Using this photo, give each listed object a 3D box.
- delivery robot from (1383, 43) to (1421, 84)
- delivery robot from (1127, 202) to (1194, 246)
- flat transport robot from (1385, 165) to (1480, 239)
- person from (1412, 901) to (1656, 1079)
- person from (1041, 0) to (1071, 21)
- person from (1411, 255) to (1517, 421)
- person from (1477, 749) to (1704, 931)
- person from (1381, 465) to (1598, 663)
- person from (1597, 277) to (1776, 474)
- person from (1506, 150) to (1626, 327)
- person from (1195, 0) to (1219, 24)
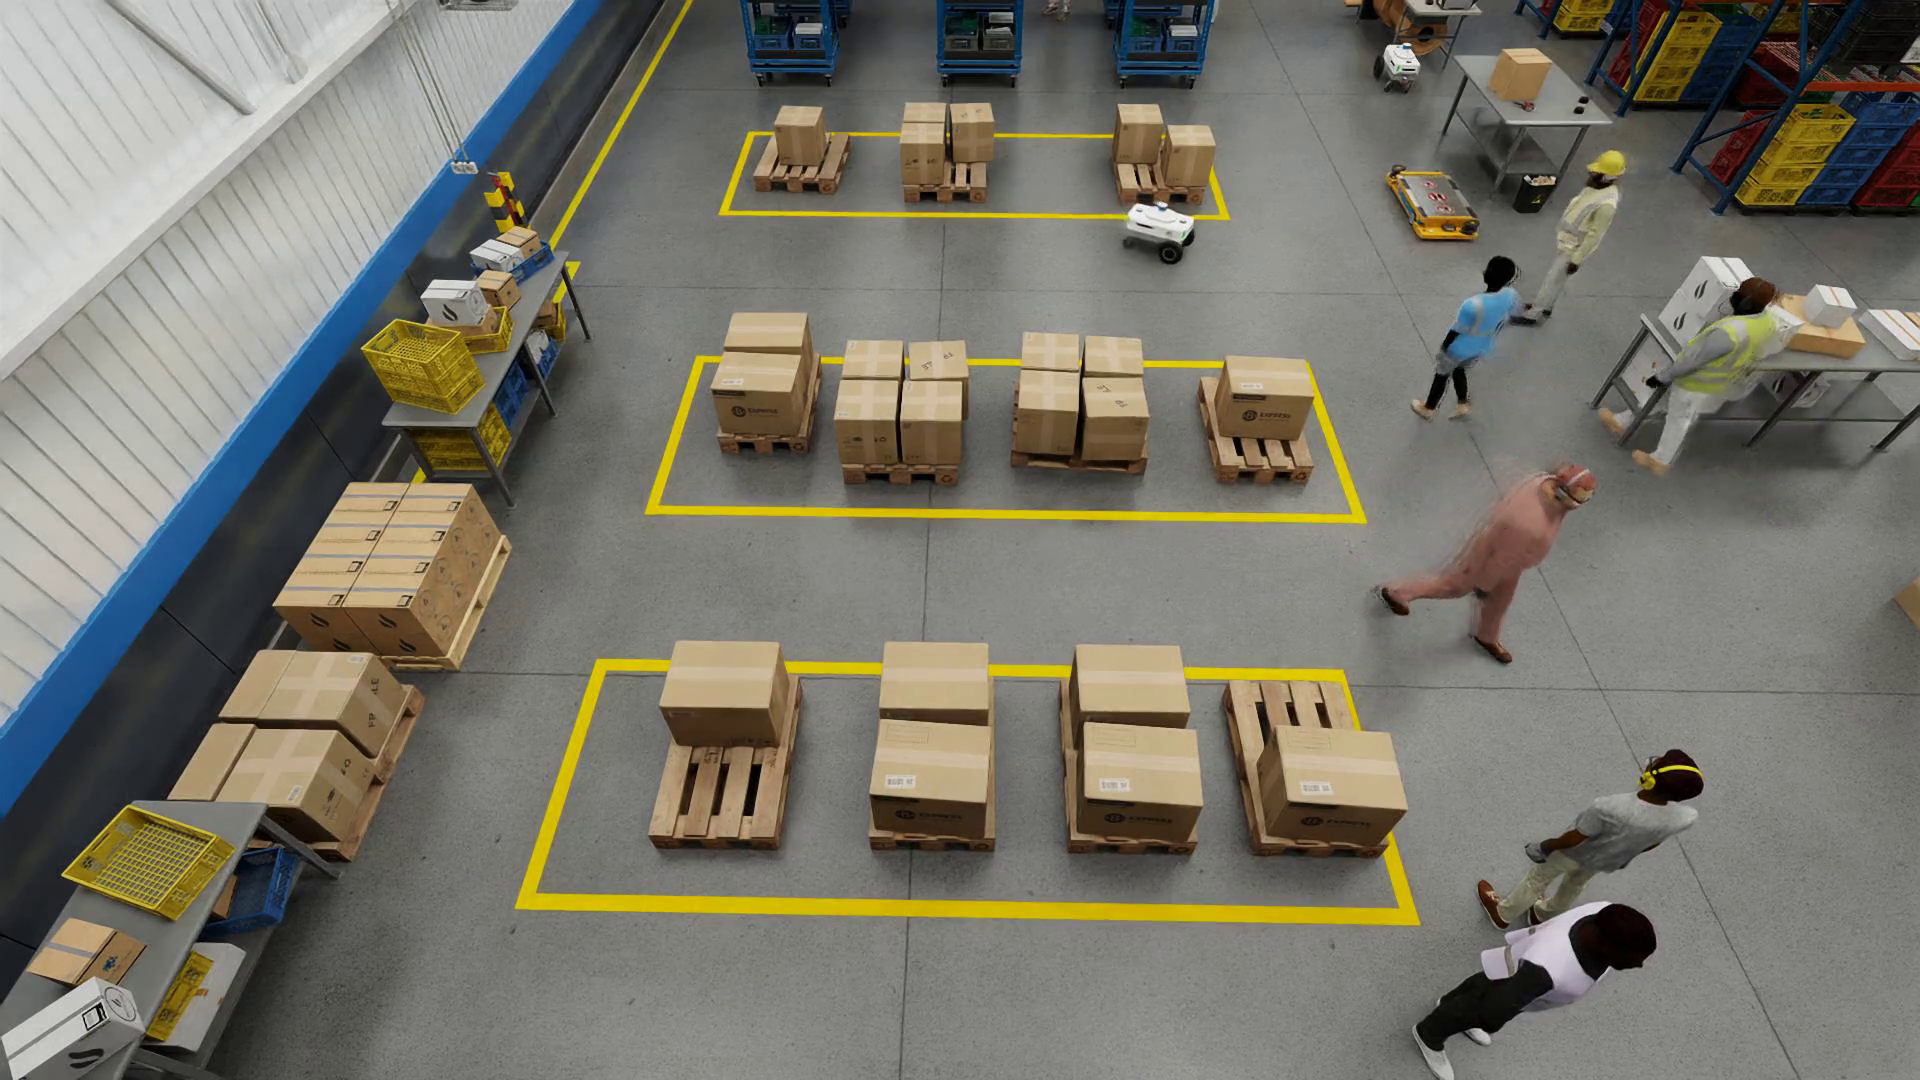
[{"bbox_3d":[6.384,-6.916,13.255,0.477,0.478,0.707,2,49,2],"label":"delivery robot"},{"bbox_3d":[2.256,-3.570,10.359,0.707,0.478,0.477,22,53,18],"label":"delivery robot"},{"bbox_3d":[5.692,-4.094,11.059,0.652,0.197,1.431,1,49,1],"label":"flat transport robot"},{"bbox_3d":[2.788,2.186,4.541,0.587,1.920,0.397,-24,53,-20],"label":"person"},{"bbox_3d":[1.623,-9.351,14.478,0.376,1.995,0.612,-33,57,-25],"label":"person"},{"bbox_3d":[4.472,-1.702,8.055,0.542,1.684,0.426,-15,51,-13],"label":"person"},{"bbox_3d":[3.420,1.681,5.012,0.538,1.867,0.312,3,49,3],"label":"person"},{"bbox_3d":[3.726,0.077,6.414,0.693,1.857,0.966,-36,58,-27],"label":"person"},{"bbox_3d":[6.110,-1.437,7.744,0.635,1.808,0.818,-28,55,-22],"label":"person"},{"bbox_3d":[6.007,-2.948,9.067,0.581,1.811,0.619,13,50,11],"label":"person"},{"bbox_3d":[4.029,-9.049,14.454,0.519,1.633,0.311,4,49,4],"label":"person"}]
